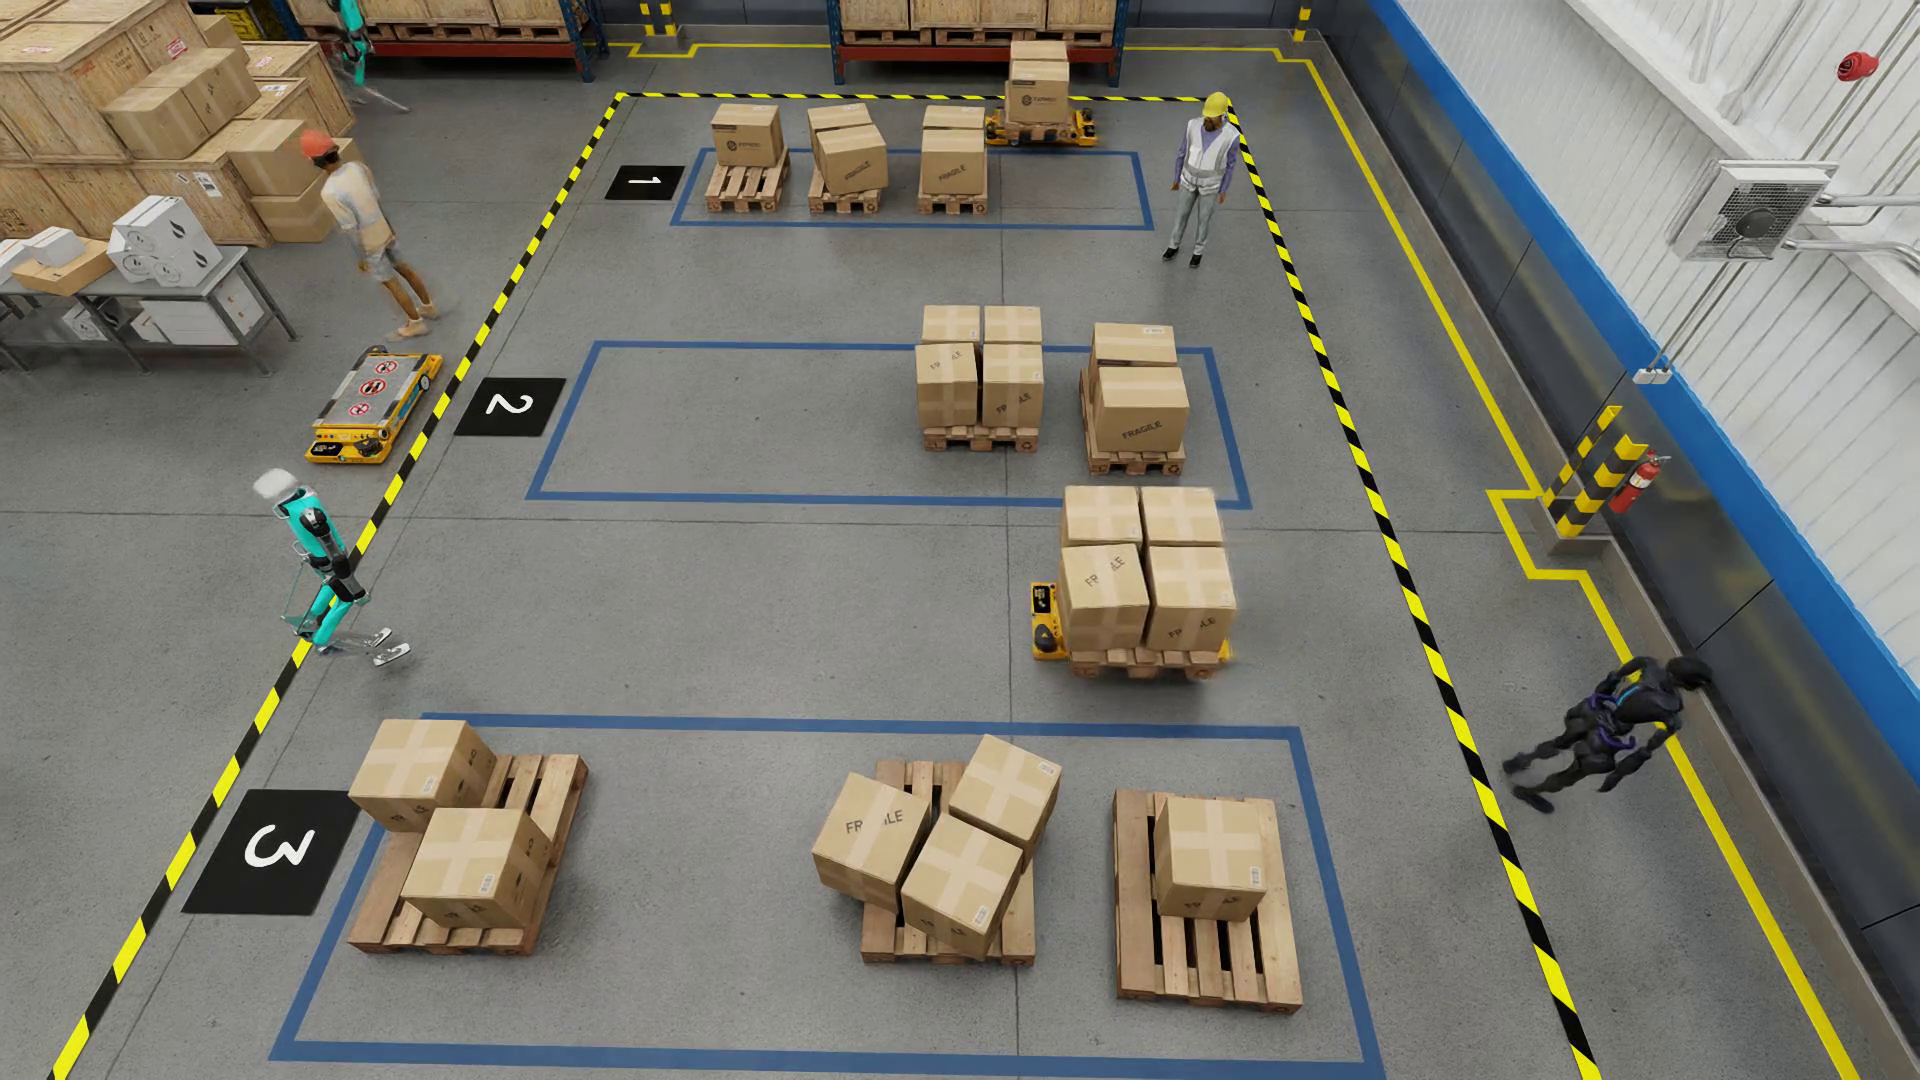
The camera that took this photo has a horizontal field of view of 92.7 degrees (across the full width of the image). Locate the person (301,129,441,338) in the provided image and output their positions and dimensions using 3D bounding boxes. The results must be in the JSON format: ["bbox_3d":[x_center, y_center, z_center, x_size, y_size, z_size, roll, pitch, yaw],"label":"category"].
[{"bbox_3d":[-5.540,-2.833,8.604,0.389,2.040,0.613,4,50,3],"label":"person"}]

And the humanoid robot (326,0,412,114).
[{"bbox_3d":[-7.959,-6.330,11.805,1.053,1.774,0.545,2,50,1],"label":"humanoid robot"}]

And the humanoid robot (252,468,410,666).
[{"bbox_3d":[-4.295,0.306,6.061,0.533,1.673,0.735,34,57,25],"label":"humanoid robot"}]

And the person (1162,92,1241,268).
[{"bbox_3d":[2.485,-3.696,9.469,0.598,1.829,0.404,23,53,18],"label":"person"}]

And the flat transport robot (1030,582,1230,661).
[{"bbox_3d":[1.258,0.574,6.863,1.431,0.197,0.652,1,50,1],"label":"flat transport robot"}]

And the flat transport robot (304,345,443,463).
[{"bbox_3d":[-5.383,-1.269,8.441,0.659,0.231,1.431,1,50,1],"label":"flat transport robot"}]

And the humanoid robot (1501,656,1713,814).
[{"bbox_3d":[3.815,1.142,5.475,0.388,1.642,0.599,5,50,4],"label":"humanoid robot"}]

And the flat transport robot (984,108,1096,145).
[{"bbox_3d":[1.025,-5.385,11.905,1.431,0.197,0.652,1,50,1],"label":"flat transport robot"}]
